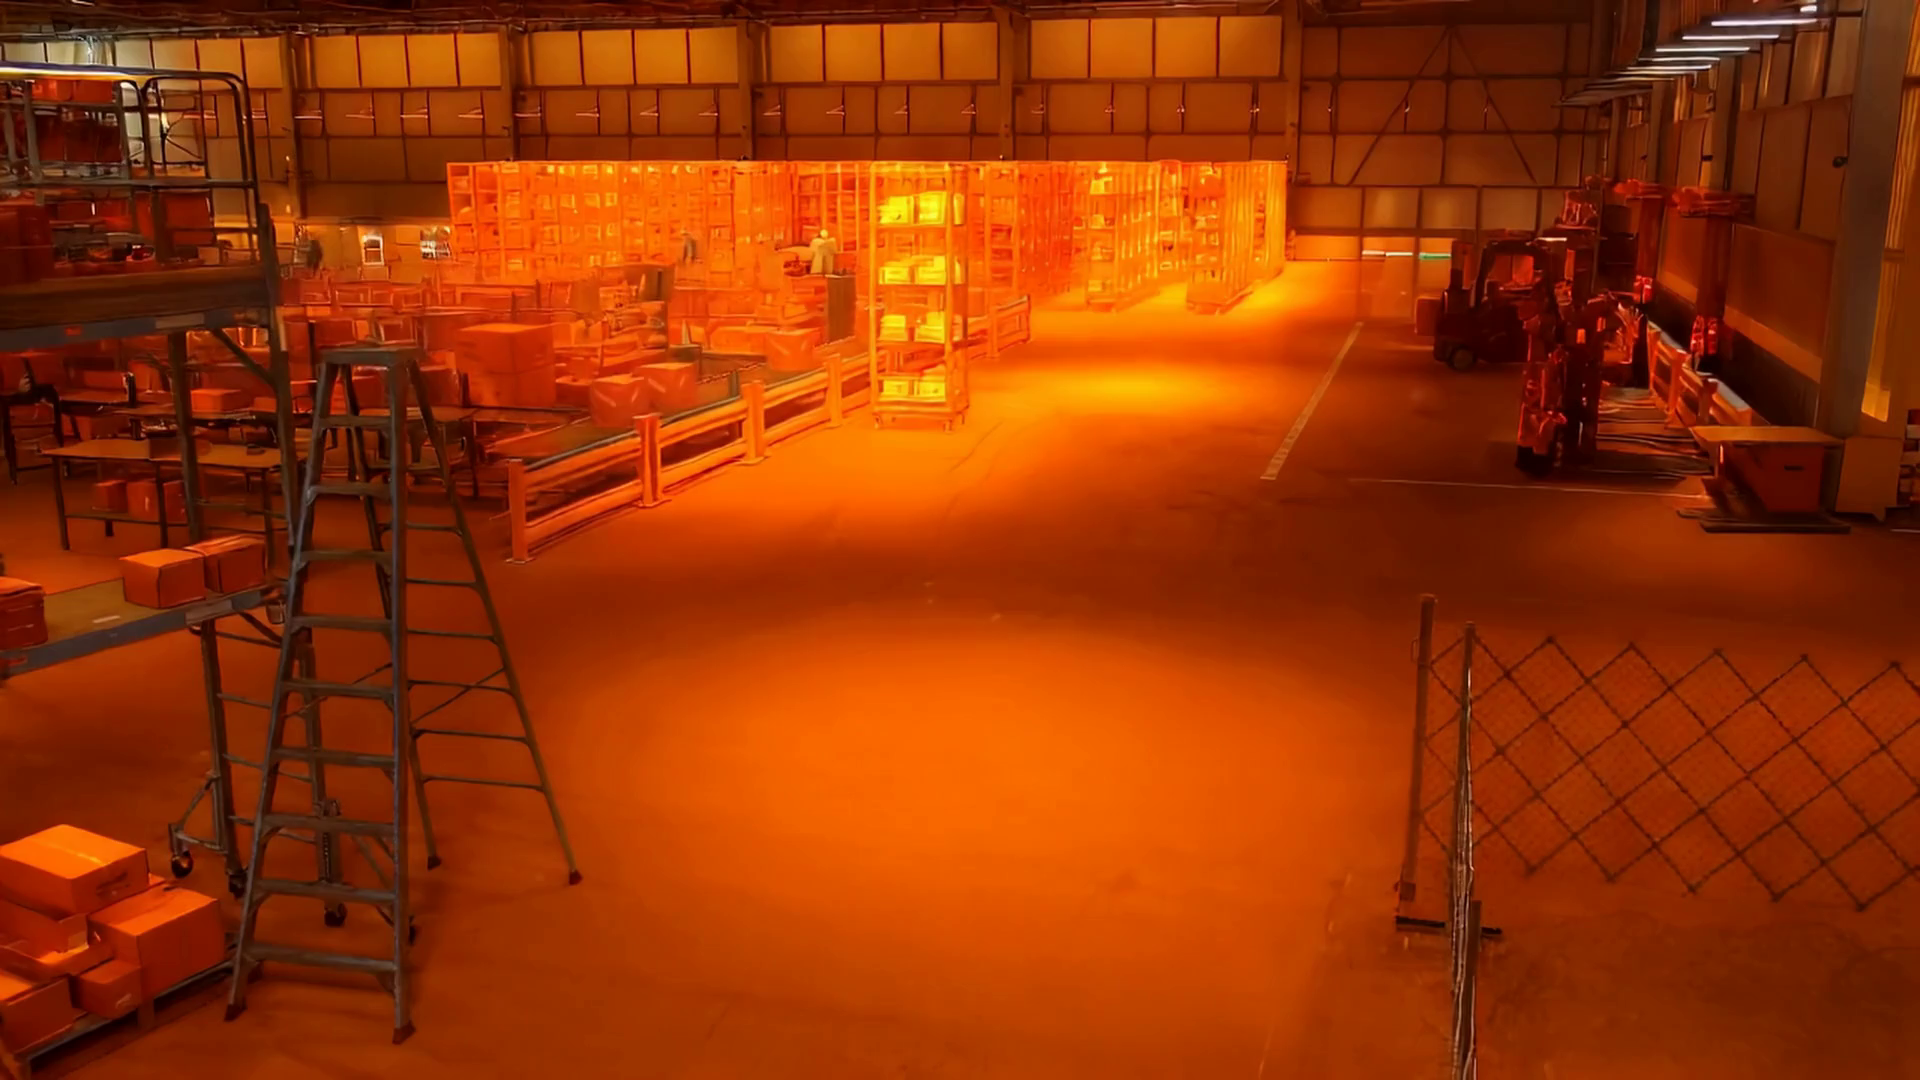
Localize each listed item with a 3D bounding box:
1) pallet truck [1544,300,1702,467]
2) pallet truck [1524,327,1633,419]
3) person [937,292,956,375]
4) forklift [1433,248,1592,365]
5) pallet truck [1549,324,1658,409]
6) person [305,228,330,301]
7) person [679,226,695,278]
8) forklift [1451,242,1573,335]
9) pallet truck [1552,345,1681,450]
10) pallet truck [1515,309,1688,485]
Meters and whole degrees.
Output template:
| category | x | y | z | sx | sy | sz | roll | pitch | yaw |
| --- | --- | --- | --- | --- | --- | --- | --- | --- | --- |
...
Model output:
| category | x | y | z | sx | sy | sz | roll | pitch | yaw |
| --- | --- | --- | --- | --- | --- | --- | --- | --- | --- |
| pallet truck | 8.263 | -1.952 | 20.631 | 1.885 | 1.965 | 0.823 | 5 | 14 | 20 |
| pallet truck | 9.065 | -2.460 | 24.370 | 1.522 | 1.261 | 0.704 | 3 | 13 | 14 |
| person | -0.258 | -3.533 | 27.361 | 0.390 | 2.040 | 0.614 | 0 | 13 | -2 |
| forklift | 9.780 | -4.111 | 29.280 | 2.680 | 1.987 | 1.157 | 3 | 13 | 14 |
| pallet truck | 9.824 | -2.669 | 25.407 | 1.601 | 1.201 | 0.680 | 4 | 14 | 16 |
| person | -16.667 | -7.116 | 43.152 | 0.841 | 1.895 | 0.634 | -7 | 15 | -27 |
| person | -7.683 | -7.935 | 46.890 | 0.527 | 1.810 | 0.611 | 11 | 17 | 39 |
| forklift | 10.464 | -4.597 | 31.405 | 2.680 | 1.987 | 1.157 | 4 | 14 | 16 |
| pallet truck | 8.641 | -1.896 | 21.908 | 1.630 | 1.274 | 0.653 | 4 | 14 | 16 |
| pallet truck | 7.554 | -1.677 | 19.446 | 1.885 | 1.965 | 0.823 | 3 | 13 | 14 |
